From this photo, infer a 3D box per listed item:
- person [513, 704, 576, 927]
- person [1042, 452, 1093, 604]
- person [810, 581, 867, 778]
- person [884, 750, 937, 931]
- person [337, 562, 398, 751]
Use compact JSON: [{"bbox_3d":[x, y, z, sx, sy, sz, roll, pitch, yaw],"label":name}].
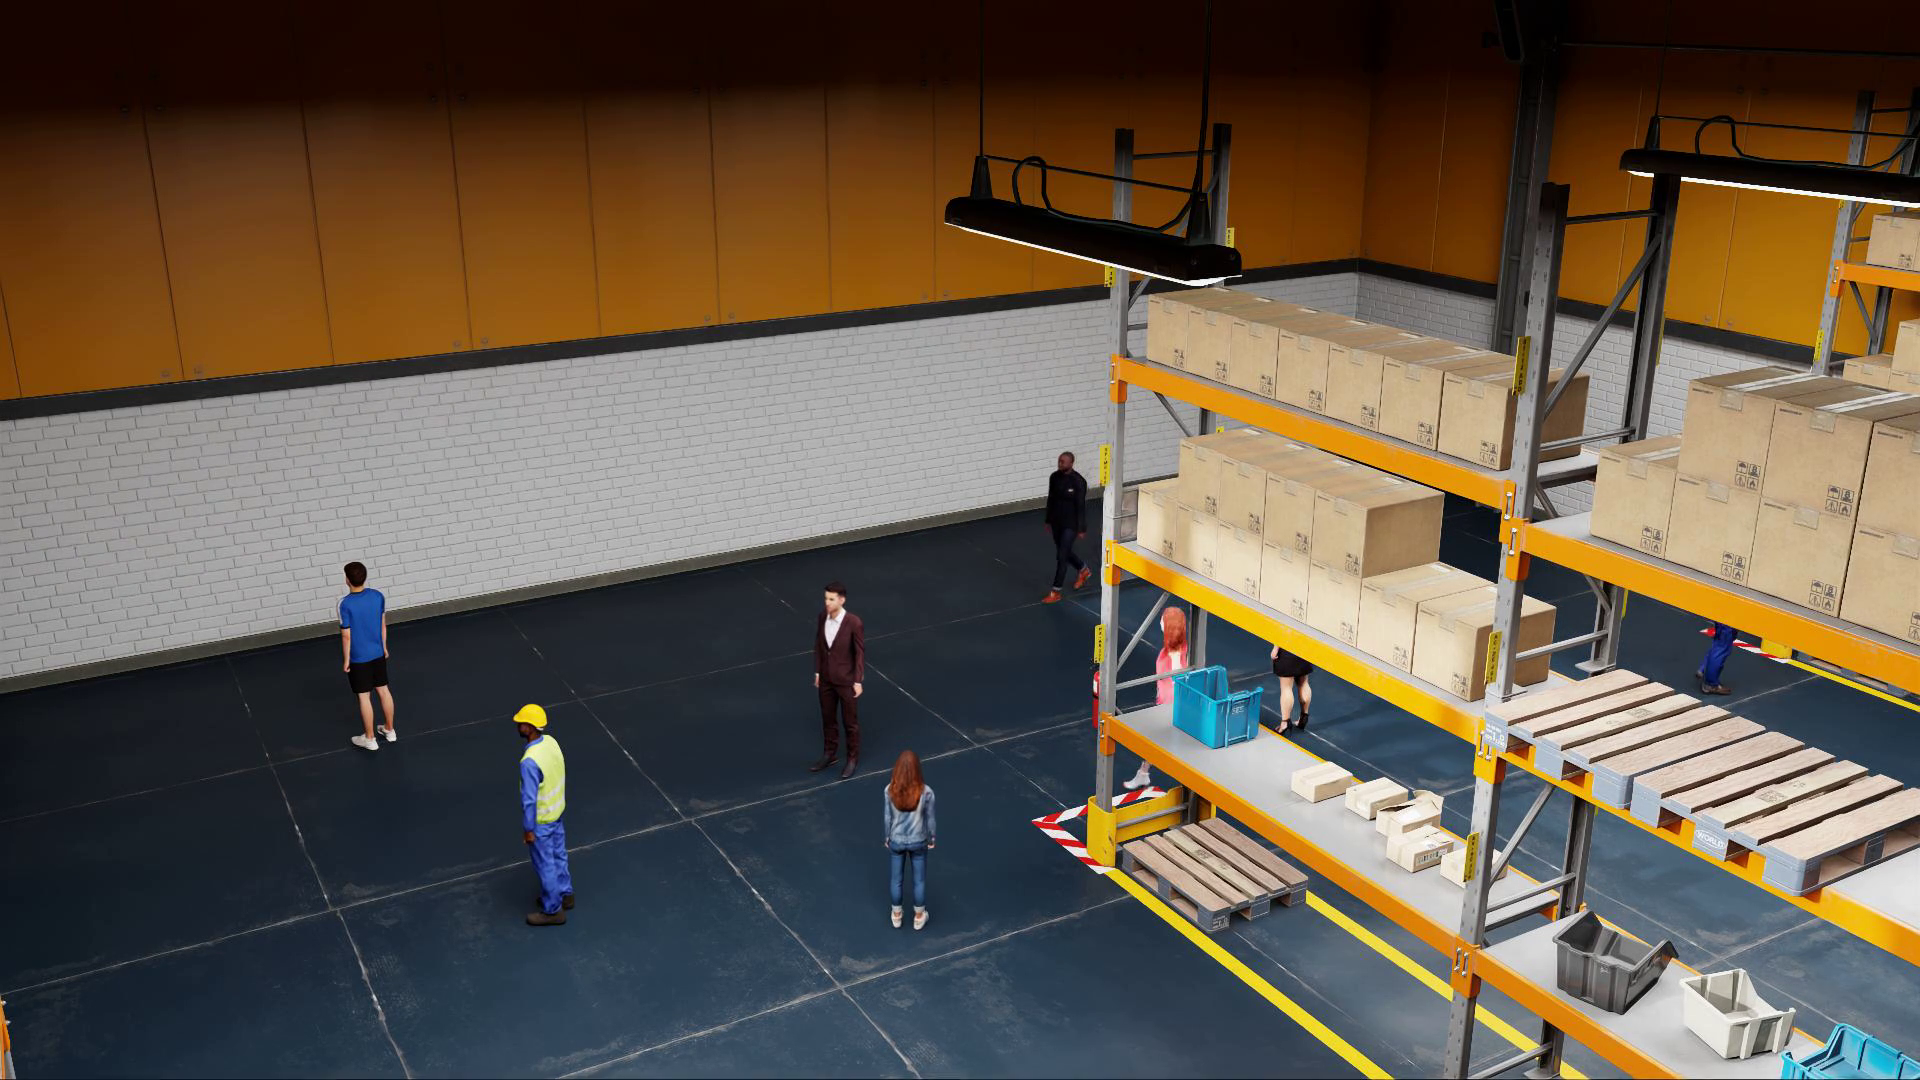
[{"bbox_3d":[-3.232,2.117,12.913,0.804,1.812,0.714,2,19,7],"label":"person"},{"bbox_3d":[1.320,-0.179,19.773,0.950,1.785,1.166,-15,24,-38],"label":"person"},{"bbox_3d":[-1.119,1.257,15.382,0.723,1.865,0.837,10,21,28],"label":"person"},{"bbox_3d":[-0.404,2.316,12.850,0.625,1.475,0.651,1,19,4],"label":"person"},{"bbox_3d":[-5.679,1.083,15.899,0.722,1.866,0.729,13,22,33],"label":"person"}]
